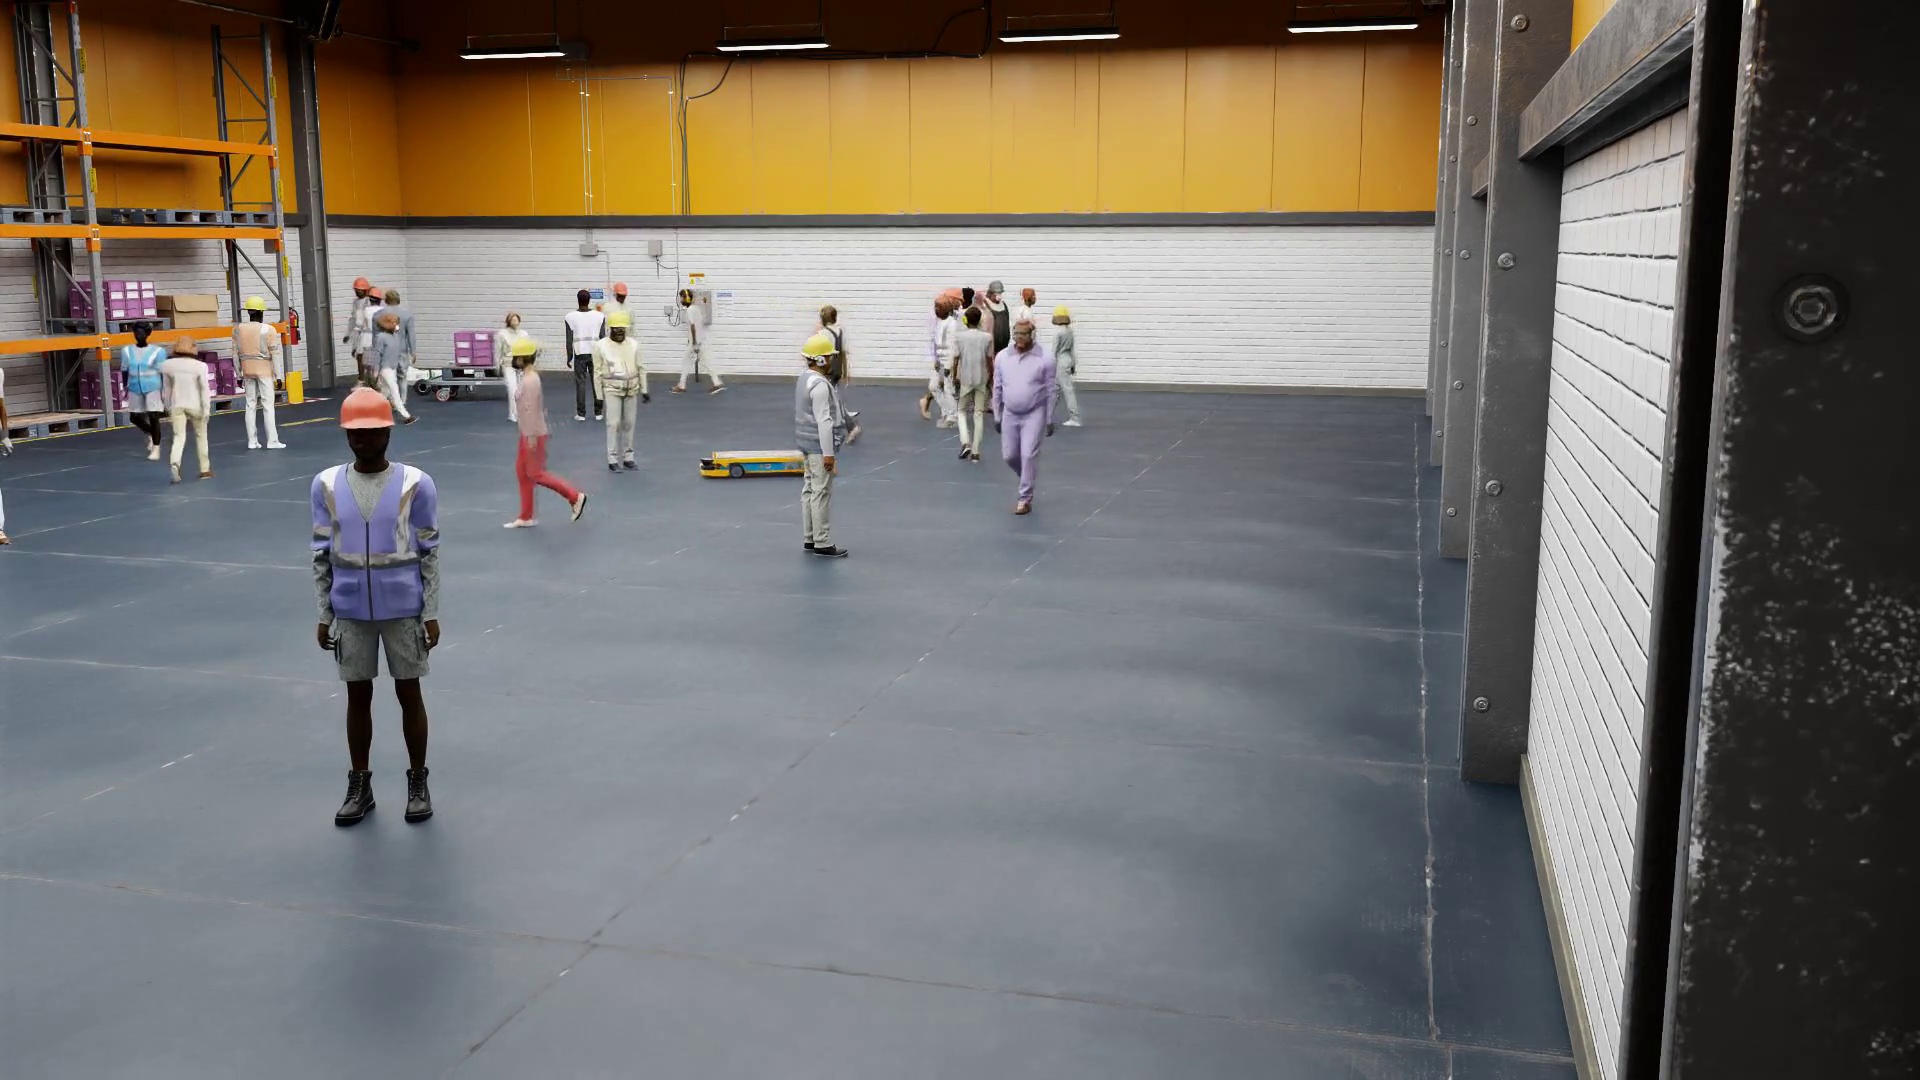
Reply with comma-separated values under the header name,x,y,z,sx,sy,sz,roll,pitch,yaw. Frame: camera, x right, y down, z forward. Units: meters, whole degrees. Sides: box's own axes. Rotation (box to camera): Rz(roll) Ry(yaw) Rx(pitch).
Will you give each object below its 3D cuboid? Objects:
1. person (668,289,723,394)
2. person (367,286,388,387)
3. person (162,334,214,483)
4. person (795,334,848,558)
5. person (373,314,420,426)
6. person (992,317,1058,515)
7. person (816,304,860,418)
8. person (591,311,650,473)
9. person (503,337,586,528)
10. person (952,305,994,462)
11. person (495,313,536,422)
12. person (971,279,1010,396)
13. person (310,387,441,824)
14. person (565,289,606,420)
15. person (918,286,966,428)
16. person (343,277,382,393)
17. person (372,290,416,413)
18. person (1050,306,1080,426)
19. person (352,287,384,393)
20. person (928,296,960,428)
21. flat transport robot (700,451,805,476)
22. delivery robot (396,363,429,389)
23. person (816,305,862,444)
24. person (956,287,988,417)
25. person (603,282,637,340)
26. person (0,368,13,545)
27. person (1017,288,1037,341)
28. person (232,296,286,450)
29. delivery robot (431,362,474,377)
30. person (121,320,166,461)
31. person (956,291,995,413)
name,x,y,z,sx,sy,sz,roll,pitch,yaw
person,-4.566,-3.430,28.822,0.952,1.823,0.517,2,10,11
person,-10.390,-3.575,29.557,0.572,1.839,0.373,0,10,-2
person,-8.410,-1.430,18.085,0.501,1.605,0.728,-1,10,-8
person,-1.144,-0.774,13.709,0.403,1.837,0.591,-4,11,-21
person,-8.039,-2.407,23.646,0.848,1.582,0.517,2,10,11
person,0.641,-1.209,16.061,0.639,1.886,0.690,4,11,21
person,-1.881,-2.561,24.161,0.926,1.705,0.538,3,10,14
person,-3.858,-1.681,18.870,0.611,1.824,0.416,-8,13,-39
person,-3.799,-0.963,15.069,0.667,1.747,0.519,-3,11,-18
person,0.165,-1.852,19.765,0.534,1.851,0.392,-1,10,-5
person,-6.374,-2.462,23.931,0.541,1.587,0.850,-8,13,-40
person,0.507,-3.303,27.455,0.695,2.000,0.777,-7,12,-34
person,-2.576,0.296,7.355,0.549,1.942,0.347,-1,10,-7
person,-5.500,-2.720,24.491,0.591,1.922,0.390,-4,11,-22
person,-0.228,-2.591,23.546,0.748,2.001,0.623,8,13,39
person,-10.476,-3.596,29.174,0.651,2.008,0.696,-10,14,-44
person,-8.749,-2.919,25.722,0.643,1.891,1.044,-3,10,-17
person,1.381,-2.491,23.797,0.874,1.692,0.508,6,12,30
person,-9.564,-3.162,27.108,0.665,1.885,0.797,-4,11,-19
person,-0.202,-2.478,23.294,0.431,1.856,0.659,-4,11,-21
flat transport robot,-2.196,-0.869,18.681,1.431,0.197,0.652,-2,10,-9
delivery robot,-9.498,-2.808,28.592,0.707,0.478,0.477,-3,10,-18
person,-1.631,-2.142,21.570,0.939,1.805,0.517,6,12,30
person,0.100,-2.681,24.138,0.613,1.965,0.361,-1,10,-8
person,-6.020,-3.567,29.234,0.667,1.950,0.866,-7,12,-33
person,-8.370,-0.871,14.167,0.512,1.872,0.330,-7,12,-35
person,1.108,-3.194,27.304,0.424,1.873,0.598,-1,10,-8
person,-8.819,-2.094,20.927,0.594,1.925,0.376,1,10,5
delivery robot,-8.787,-2.849,28.822,0.707,0.478,0.477,-4,11,-22
person,-9.748,-1.806,19.970,0.543,1.681,0.475,-1,10,-3
person,0.218,-2.868,25.490,0.894,1.868,0.653,6,12,29
